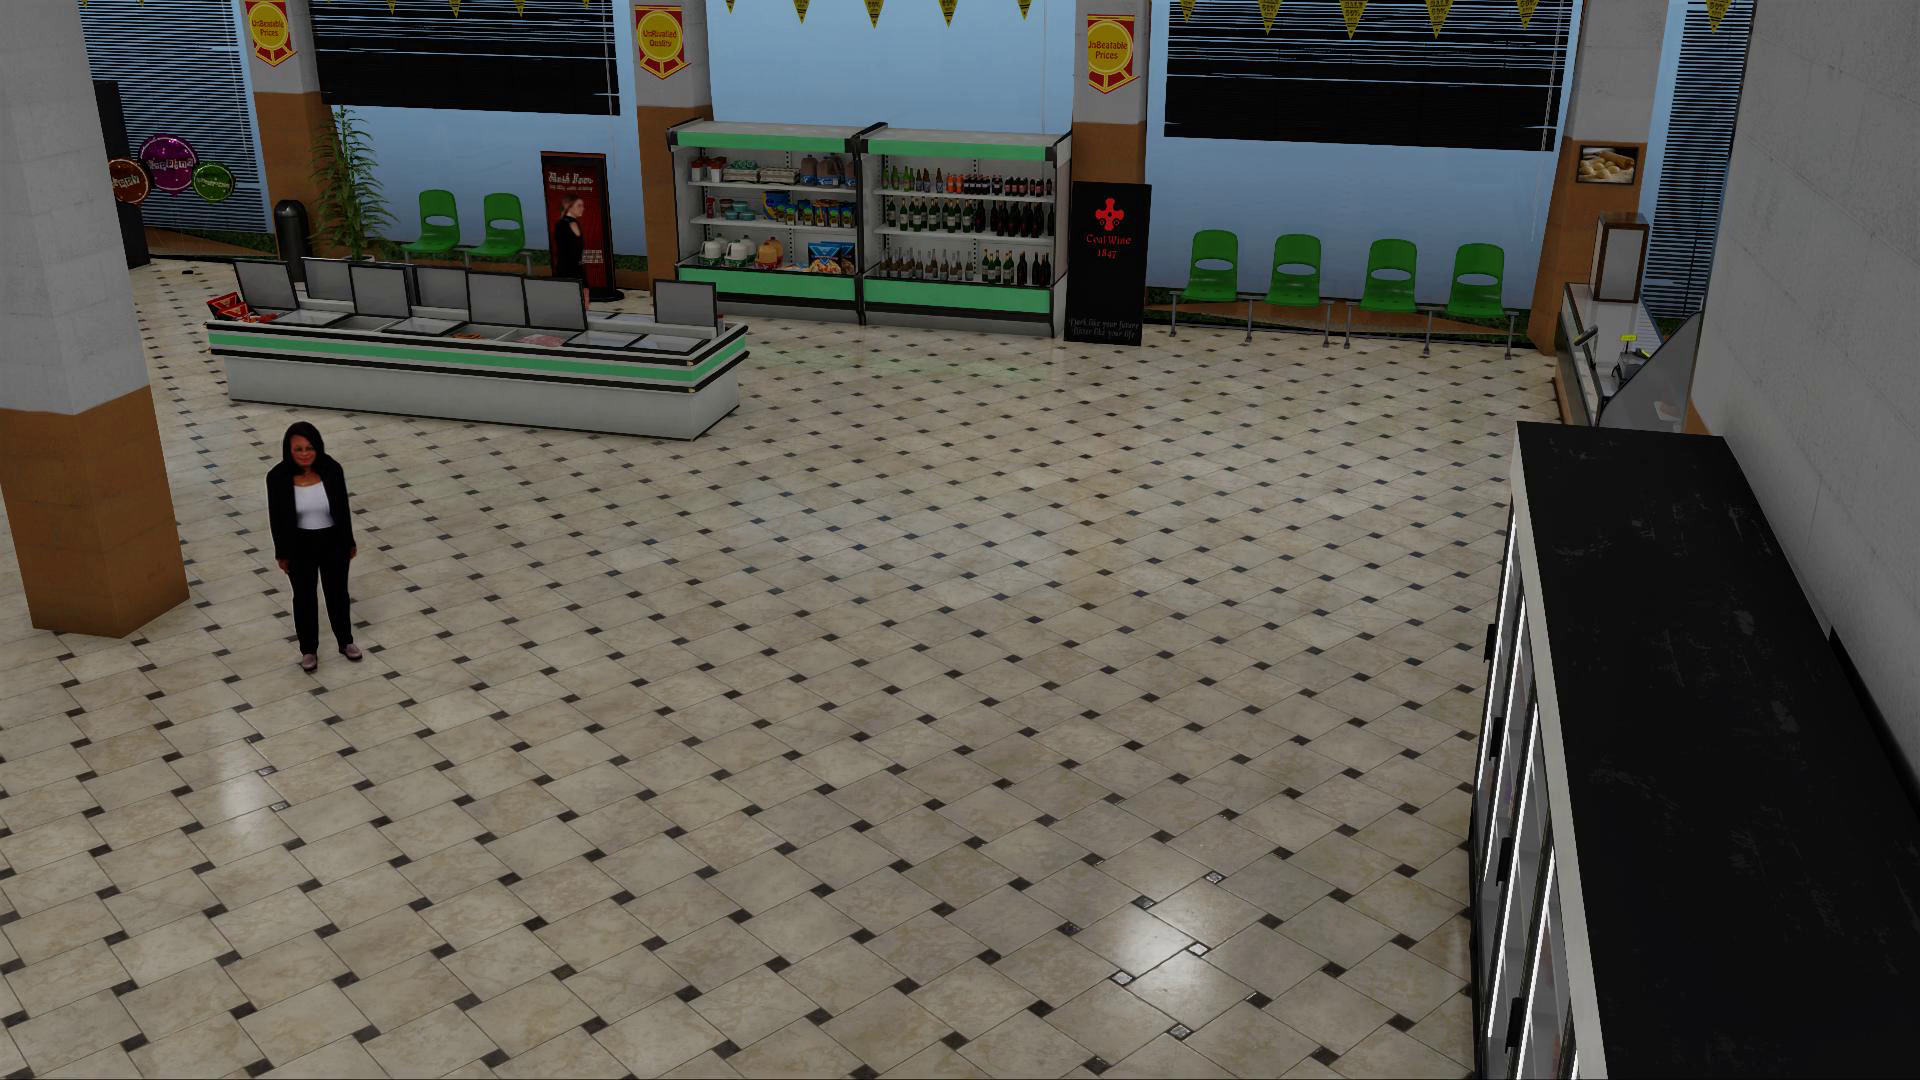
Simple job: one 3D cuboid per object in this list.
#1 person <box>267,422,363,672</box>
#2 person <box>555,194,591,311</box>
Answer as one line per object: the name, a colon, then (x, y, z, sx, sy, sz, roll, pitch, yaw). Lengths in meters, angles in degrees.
person: (-4.042, 0.025, 10.433, 0.772, 1.614, 0.821, -15, 26, -32)
person: (-3.995, -2.624, 16.846, 0.947, 1.748, 0.650, 8, 23, 20)
